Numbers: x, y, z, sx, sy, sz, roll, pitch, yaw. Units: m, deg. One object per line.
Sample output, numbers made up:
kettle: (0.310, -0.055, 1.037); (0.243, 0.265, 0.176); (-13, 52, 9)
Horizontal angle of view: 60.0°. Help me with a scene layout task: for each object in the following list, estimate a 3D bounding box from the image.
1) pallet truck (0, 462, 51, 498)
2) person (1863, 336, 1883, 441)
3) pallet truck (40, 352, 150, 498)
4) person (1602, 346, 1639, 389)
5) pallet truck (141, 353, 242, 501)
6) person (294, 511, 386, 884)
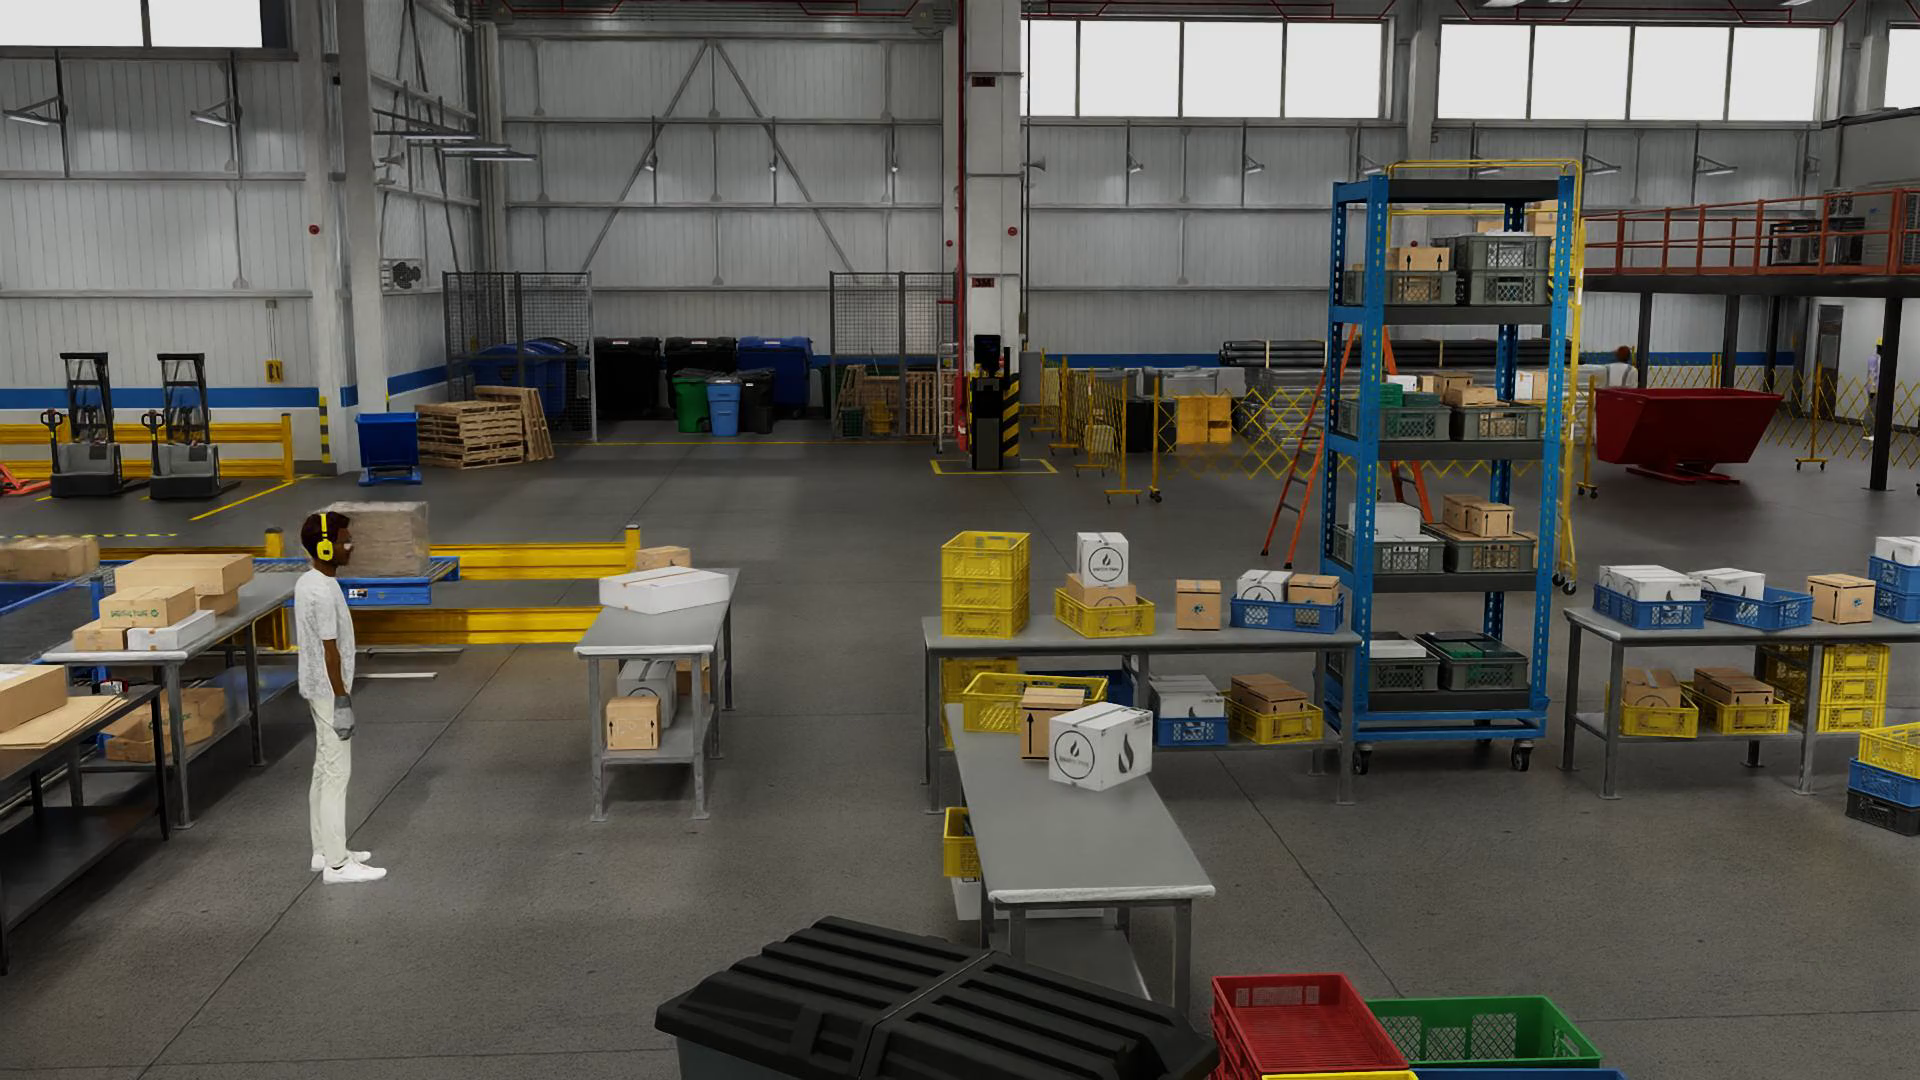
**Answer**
pallet truck: (-13.193, -1.293, 23.148); (0.653, 1.274, 1.630); (-1, 9, -4)
person: (16.840, -2.781, 30.535); (0.363, 1.928, 0.587); (9, 13, 44)
pallet truck: (-11.907, -1.642, 23.165); (0.823, 1.965, 1.885); (0, 9, 0)
person: (11.089, -2.313, 27.804); (0.754, 1.855, 0.602); (-7, 12, -39)
pallet truck: (-10.520, -1.604, 22.925); (0.823, 1.965, 1.885); (-1, 9, -6)
person: (-3.132, 0.783, 8.337); (0.321, 1.871, 0.532); (-6, 11, -32)
